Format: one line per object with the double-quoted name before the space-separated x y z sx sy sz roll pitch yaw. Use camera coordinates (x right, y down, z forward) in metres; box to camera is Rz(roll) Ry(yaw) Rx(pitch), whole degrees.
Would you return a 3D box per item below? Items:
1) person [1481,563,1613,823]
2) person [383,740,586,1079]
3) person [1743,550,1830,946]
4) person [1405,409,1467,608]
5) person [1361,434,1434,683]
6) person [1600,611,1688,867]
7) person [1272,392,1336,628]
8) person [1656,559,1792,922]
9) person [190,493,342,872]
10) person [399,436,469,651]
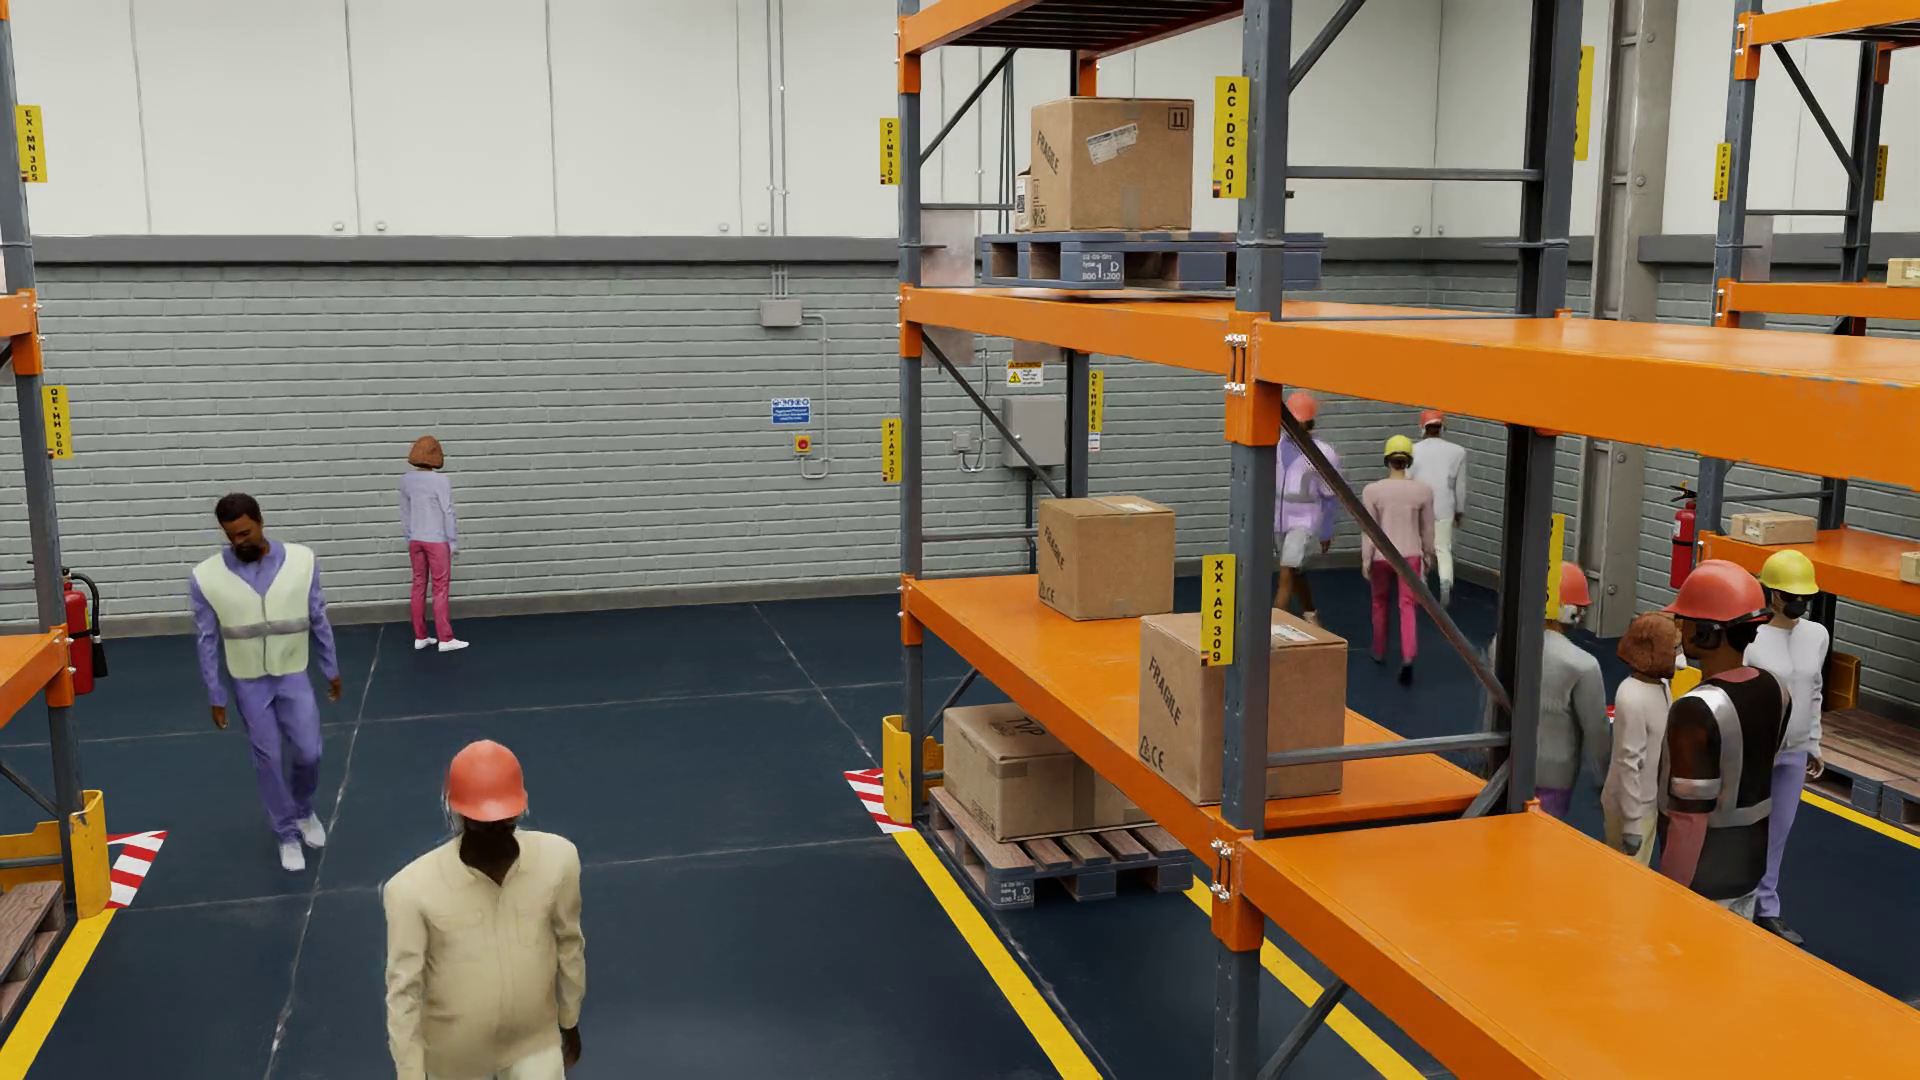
"person" 2.594 0.944 7.122 0.855 1.707 0.585 -4 11 -22
"person" -1.251 1.395 4.549 0.576 1.709 0.880 -6 11 -30
"person" 3.505 0.909 7.177 0.533 1.767 0.323 -3 10 -15
"person" 3.990 -0.271 14.028 0.569 1.729 0.659 1 10 7
"person" 3.111 0.114 11.820 0.527 1.727 0.907 1 10 8
"person" 2.692 1.078 6.585 0.282 1.634 0.498 7 12 33
"person" 2.493 -0.125 12.478 0.615 1.980 1.114 9 14 43
"person" 2.421 1.074 5.443 0.612 2.043 0.374 -9 13 -41
"person" -3.358 0.685 8.112 0.647 1.886 0.444 -6 12 -30
"person" -3.999 0.027 12.577 0.498 1.634 0.281 5 11 26
